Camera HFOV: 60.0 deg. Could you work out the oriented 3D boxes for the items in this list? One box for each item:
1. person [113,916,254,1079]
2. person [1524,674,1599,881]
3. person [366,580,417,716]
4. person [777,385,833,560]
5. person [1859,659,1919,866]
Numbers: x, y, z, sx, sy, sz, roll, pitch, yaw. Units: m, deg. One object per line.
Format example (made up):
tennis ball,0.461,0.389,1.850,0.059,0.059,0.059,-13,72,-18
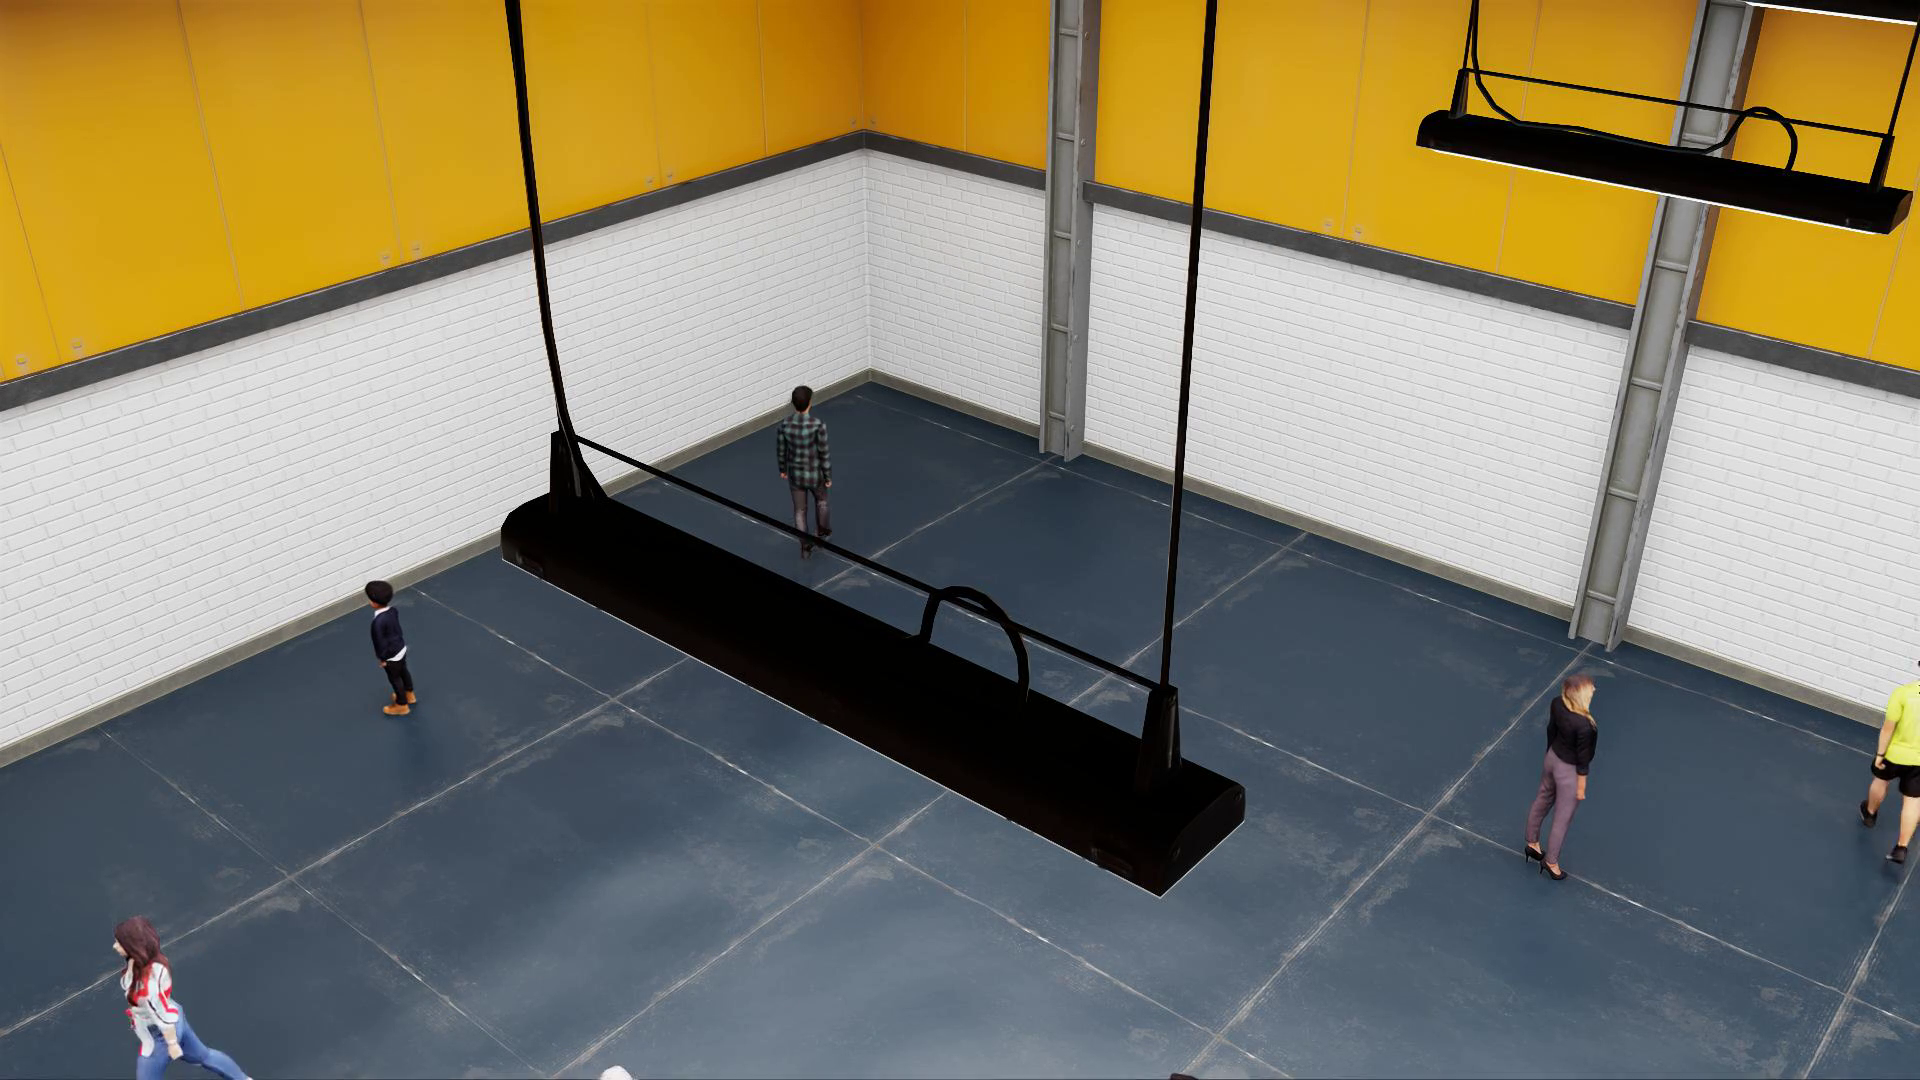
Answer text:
person,-4.570,2.831,9.719,0.924,1.570,1.113,-16,32,-26
person,4.254,1.659,11.762,0.738,1.672,0.641,-8,30,-14
person,-4.677,0.871,13.674,0.609,1.223,0.576,3,29,6
person,-1.447,-0.615,15.590,0.932,1.706,0.959,2,29,3
person,6.850,1.556,11.943,1.111,1.679,0.930,10,30,18
